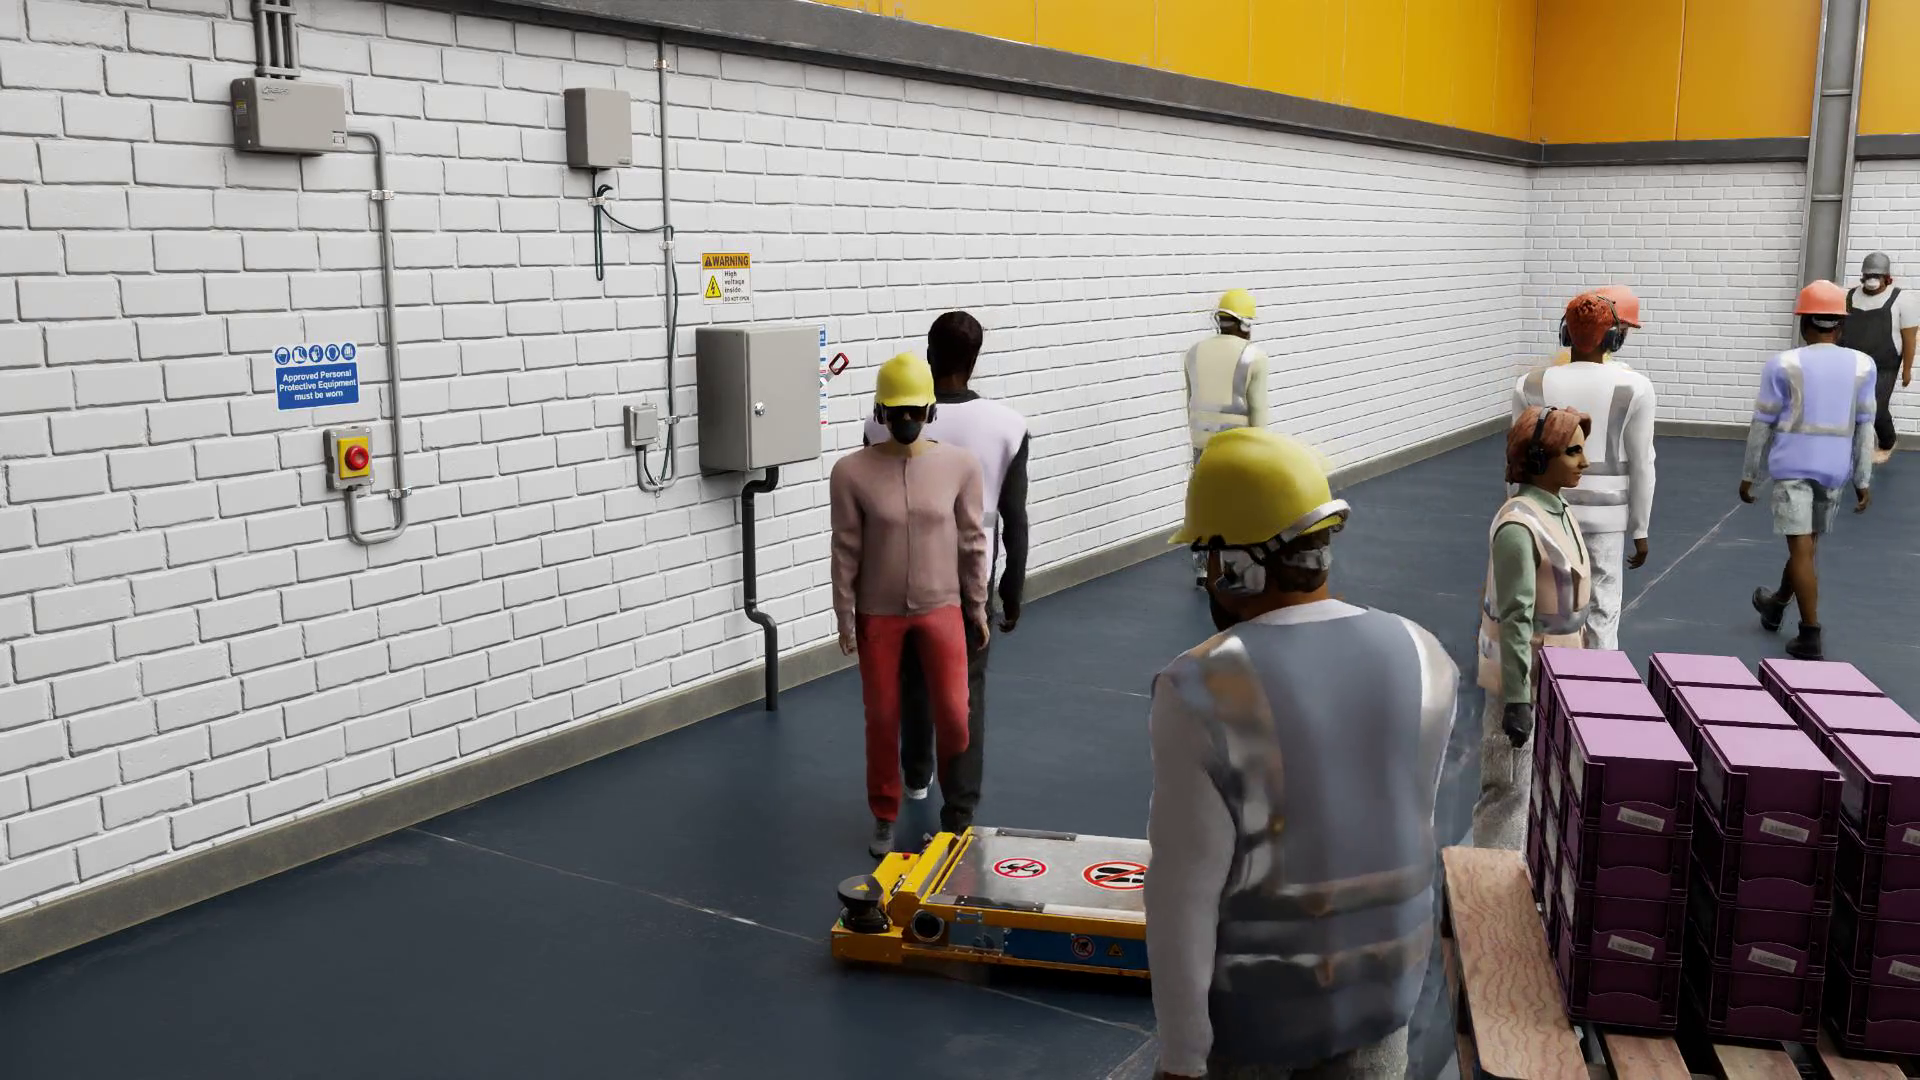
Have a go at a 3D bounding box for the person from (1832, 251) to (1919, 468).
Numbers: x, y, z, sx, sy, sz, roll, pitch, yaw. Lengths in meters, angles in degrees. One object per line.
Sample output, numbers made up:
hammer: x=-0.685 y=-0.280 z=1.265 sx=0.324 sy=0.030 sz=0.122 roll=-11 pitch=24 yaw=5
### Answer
person: x=8.227 y=-1.618 z=15.032 sx=0.659 sy=2.000 sz=0.719 roll=-9 pitch=14 yaw=-42

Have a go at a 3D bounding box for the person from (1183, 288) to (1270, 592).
person: x=1.633 y=-0.596 z=10.006 sx=0.609 sy=1.807 sz=0.616 roll=8 pitch=13 yaw=36

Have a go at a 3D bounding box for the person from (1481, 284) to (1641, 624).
person: x=2.886 y=-0.268 z=7.958 sx=0.717 sy=1.899 sz=0.572 roll=-5 pitch=11 yaw=-26

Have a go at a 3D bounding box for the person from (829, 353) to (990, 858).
person: x=-0.163 y=0.240 z=5.576 sx=0.539 sy=1.738 sz=0.437 roll=-1 pitch=10 yaw=-7

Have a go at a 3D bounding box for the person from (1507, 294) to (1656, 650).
person: x=2.555 y=-0.067 z=6.876 sx=0.574 sy=1.883 sz=0.355 roll=6 pitch=12 yaw=30

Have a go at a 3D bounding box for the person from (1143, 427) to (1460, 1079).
person: x=0.531 y=0.716 z=2.760 sx=0.608 sy=1.801 sz=0.570 roll=-4 pitch=11 yaw=-20

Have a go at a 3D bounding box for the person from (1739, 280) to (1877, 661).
person: x=4.312 y=-0.376 z=8.562 sx=0.569 sy=1.888 sz=0.957 roll=0 pitch=10 yaw=2

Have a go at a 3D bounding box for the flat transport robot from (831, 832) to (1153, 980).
flat transport robot: x=0.393 y=1.086 z=4.957 sx=1.431 sy=0.197 sz=0.652 roll=2 pitch=11 yaw=13

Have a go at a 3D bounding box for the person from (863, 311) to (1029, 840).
person: x=-0.055 y=0.130 z=5.879 sx=0.600 sy=1.862 sz=1.013 roll=-1 pitch=10 yaw=-3

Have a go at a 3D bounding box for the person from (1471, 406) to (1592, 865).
person: x=1.643 y=0.429 z=4.801 sx=0.306 sy=1.640 sz=0.522 roll=6 pitch=12 yaw=30
